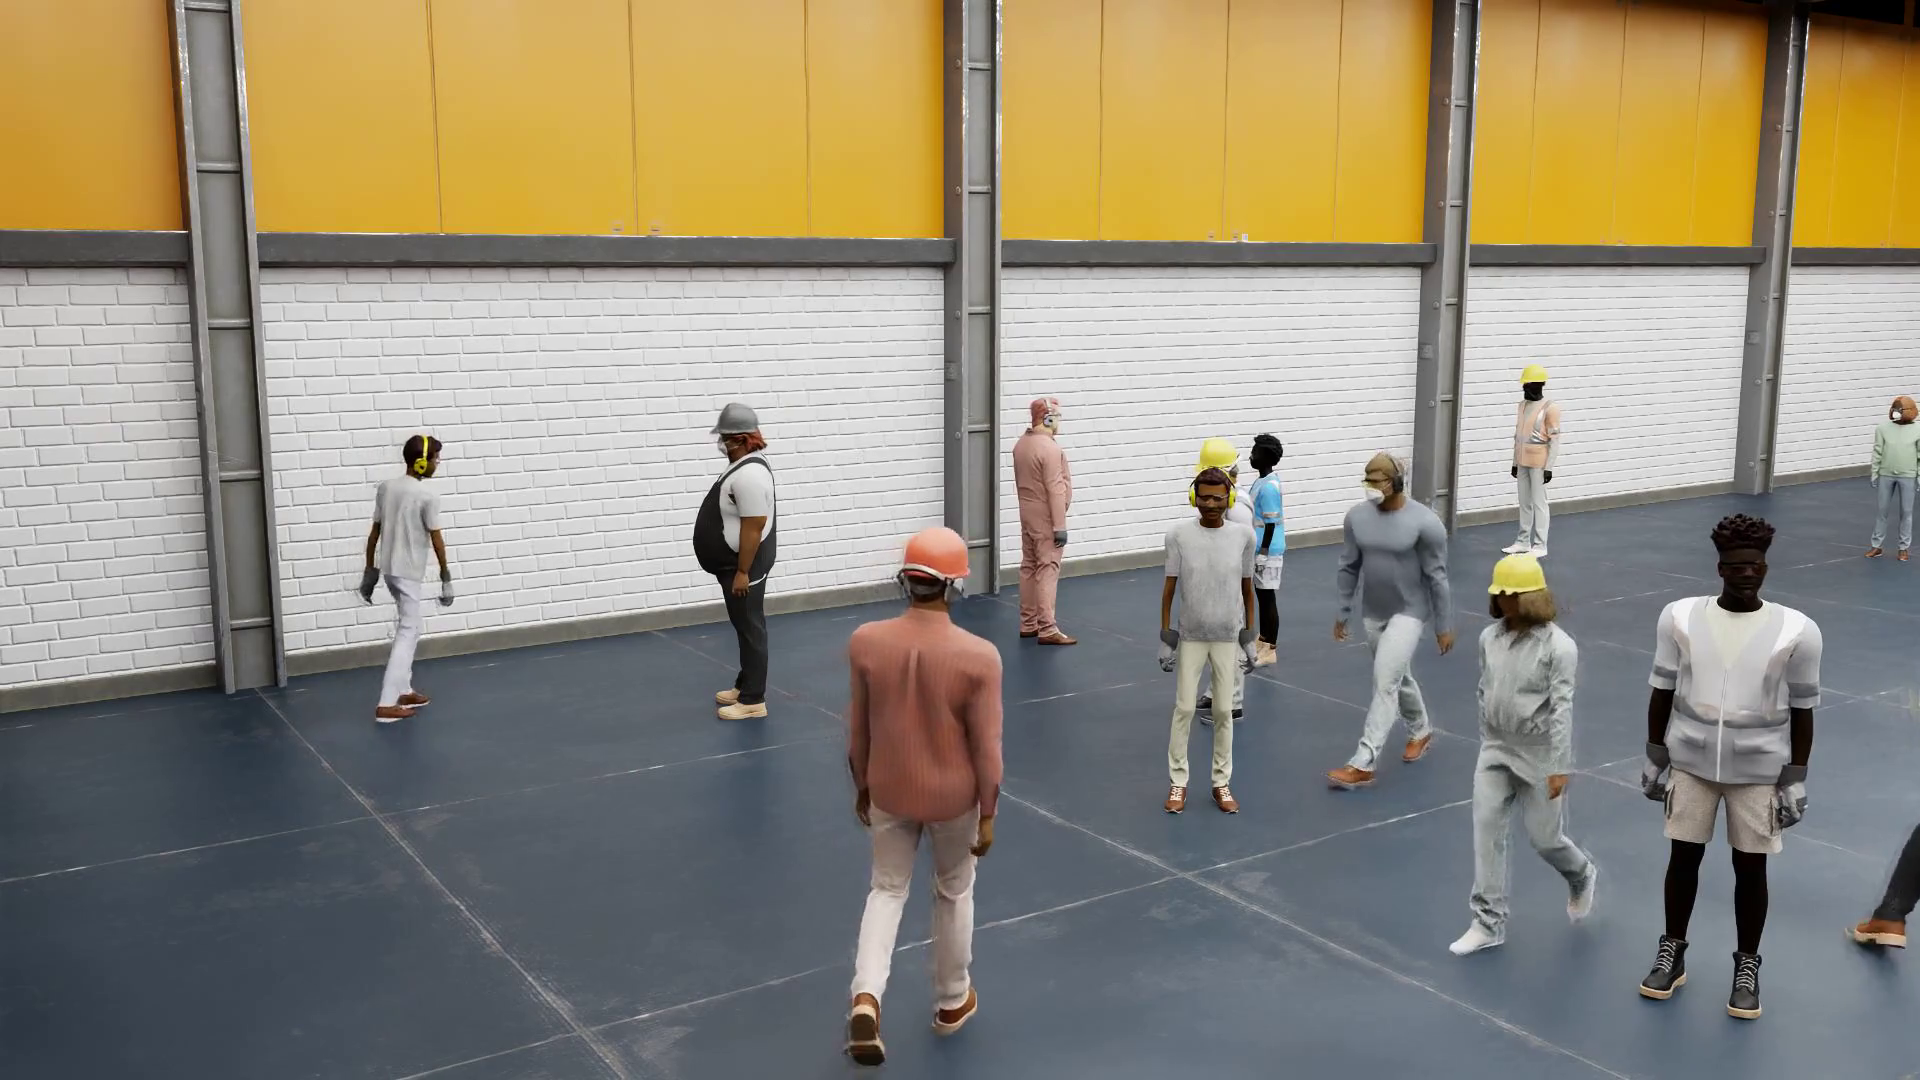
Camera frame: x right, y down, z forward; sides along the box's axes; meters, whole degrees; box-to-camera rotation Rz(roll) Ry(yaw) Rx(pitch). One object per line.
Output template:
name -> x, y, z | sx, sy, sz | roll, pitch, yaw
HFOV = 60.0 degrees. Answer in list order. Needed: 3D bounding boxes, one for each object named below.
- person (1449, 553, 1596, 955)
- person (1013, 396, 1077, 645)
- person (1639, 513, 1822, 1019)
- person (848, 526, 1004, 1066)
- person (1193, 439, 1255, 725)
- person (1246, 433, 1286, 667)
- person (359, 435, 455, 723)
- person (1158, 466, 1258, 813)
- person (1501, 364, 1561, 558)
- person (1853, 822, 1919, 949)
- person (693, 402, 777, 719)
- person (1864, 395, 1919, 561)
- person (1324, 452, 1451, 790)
person -> 2.437, 0.894, 7.087 | 0.717, 1.716, 0.503 | -7, 12, -35
person -> 0.660, -0.150, 12.808 | 0.411, 1.910, 0.643 | -4, 10, -24
person -> 2.986, 0.869, 6.493 | 0.613, 1.965, 0.361 | 6, 11, 34
person -> -0.144, 0.933, 6.077 | 0.618, 1.975, 0.800 | 3, 10, 16
person -> 1.661, 0.263, 10.588 | 0.404, 1.821, 0.589 | -1, 9, -6
person -> 2.202, 0.071, 12.108 | 0.318, 1.700, 0.535 | 1, 9, 4
person -> -3.552, 0.244, 10.667 | 0.532, 1.826, 0.643 | 6, 11, 31
person -> 1.319, 0.531, 8.837 | 0.531, 1.865, 0.310 | 0, 9, 1
person -> 5.691, -0.781, 16.555 | 0.372, 1.925, 0.596 | -3, 10, -18
person -> 4.237, 0.830, 6.834 | 0.755, 1.951, 0.648 | -2, 10, -14
person -> -1.450, 0.126, 10.747 | 0.537, 2.000, 0.679 | -1, 10, -8
person -> 9.262, -0.612, 16.422 | 0.501, 1.631, 0.287 | 9, 13, 43
person -> 2.466, 0.430, 9.449 | 1.076, 1.877, 0.651 | -8, 12, -39
